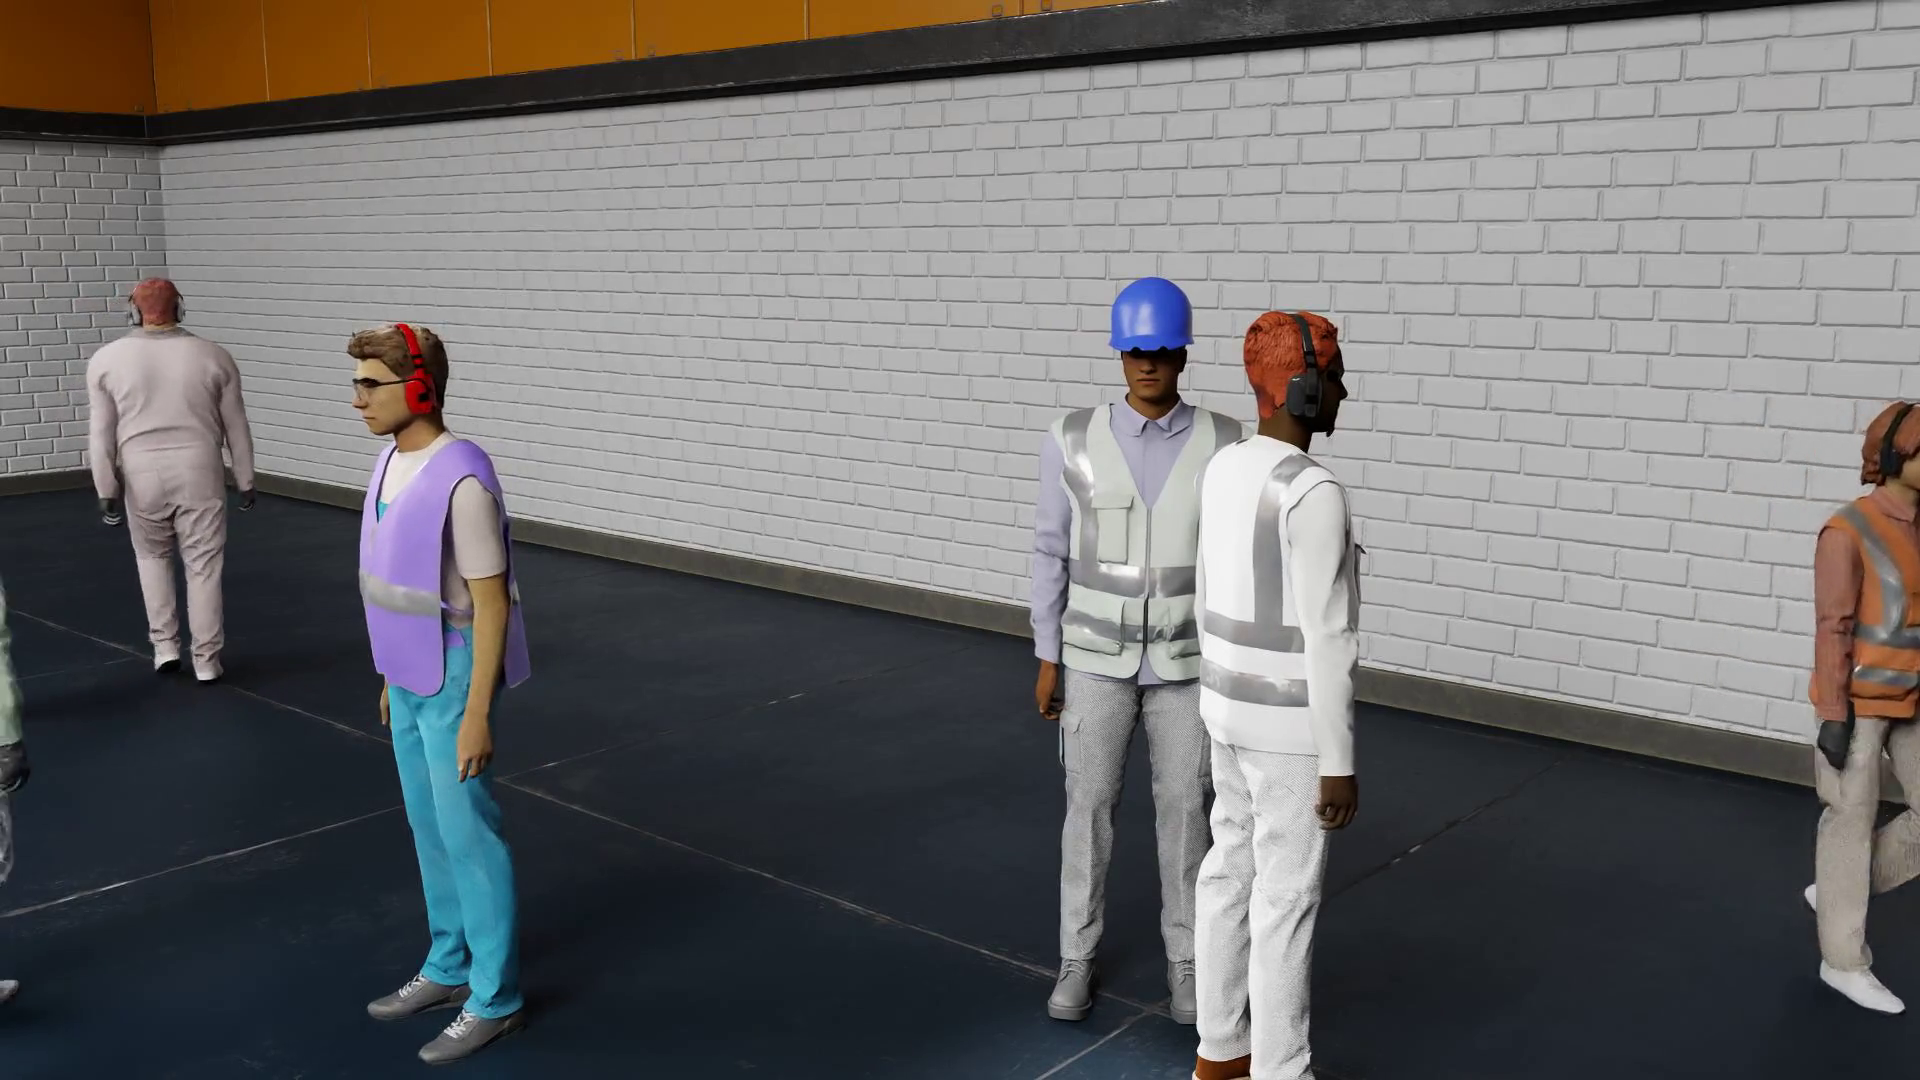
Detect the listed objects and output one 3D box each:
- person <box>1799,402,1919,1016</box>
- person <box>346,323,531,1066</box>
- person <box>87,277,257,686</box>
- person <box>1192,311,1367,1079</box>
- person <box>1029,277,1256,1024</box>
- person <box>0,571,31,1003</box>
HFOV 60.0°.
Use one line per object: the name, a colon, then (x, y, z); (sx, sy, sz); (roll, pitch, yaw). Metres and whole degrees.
person: (2.453, 0.446, 4.397); (0.539, 1.624, 0.364); (-4, 11, -22)
person: (-1.297, 0.378, 4.194); (0.373, 1.839, 0.572); (-8, 13, -38)
person: (-3.654, -0.274, 7.763); (0.681, 1.884, 0.574); (-4, 11, -21)
person: (0.729, 0.428, 3.794); (0.356, 1.882, 0.574); (-4, 11, -19)
person: (0.480, 0.298, 4.347); (0.602, 1.948, 0.385); (1, 10, 5)
person: (-2.585, 0.506, 4.081); (0.539, 1.619, 0.573); (4, 11, 24)
